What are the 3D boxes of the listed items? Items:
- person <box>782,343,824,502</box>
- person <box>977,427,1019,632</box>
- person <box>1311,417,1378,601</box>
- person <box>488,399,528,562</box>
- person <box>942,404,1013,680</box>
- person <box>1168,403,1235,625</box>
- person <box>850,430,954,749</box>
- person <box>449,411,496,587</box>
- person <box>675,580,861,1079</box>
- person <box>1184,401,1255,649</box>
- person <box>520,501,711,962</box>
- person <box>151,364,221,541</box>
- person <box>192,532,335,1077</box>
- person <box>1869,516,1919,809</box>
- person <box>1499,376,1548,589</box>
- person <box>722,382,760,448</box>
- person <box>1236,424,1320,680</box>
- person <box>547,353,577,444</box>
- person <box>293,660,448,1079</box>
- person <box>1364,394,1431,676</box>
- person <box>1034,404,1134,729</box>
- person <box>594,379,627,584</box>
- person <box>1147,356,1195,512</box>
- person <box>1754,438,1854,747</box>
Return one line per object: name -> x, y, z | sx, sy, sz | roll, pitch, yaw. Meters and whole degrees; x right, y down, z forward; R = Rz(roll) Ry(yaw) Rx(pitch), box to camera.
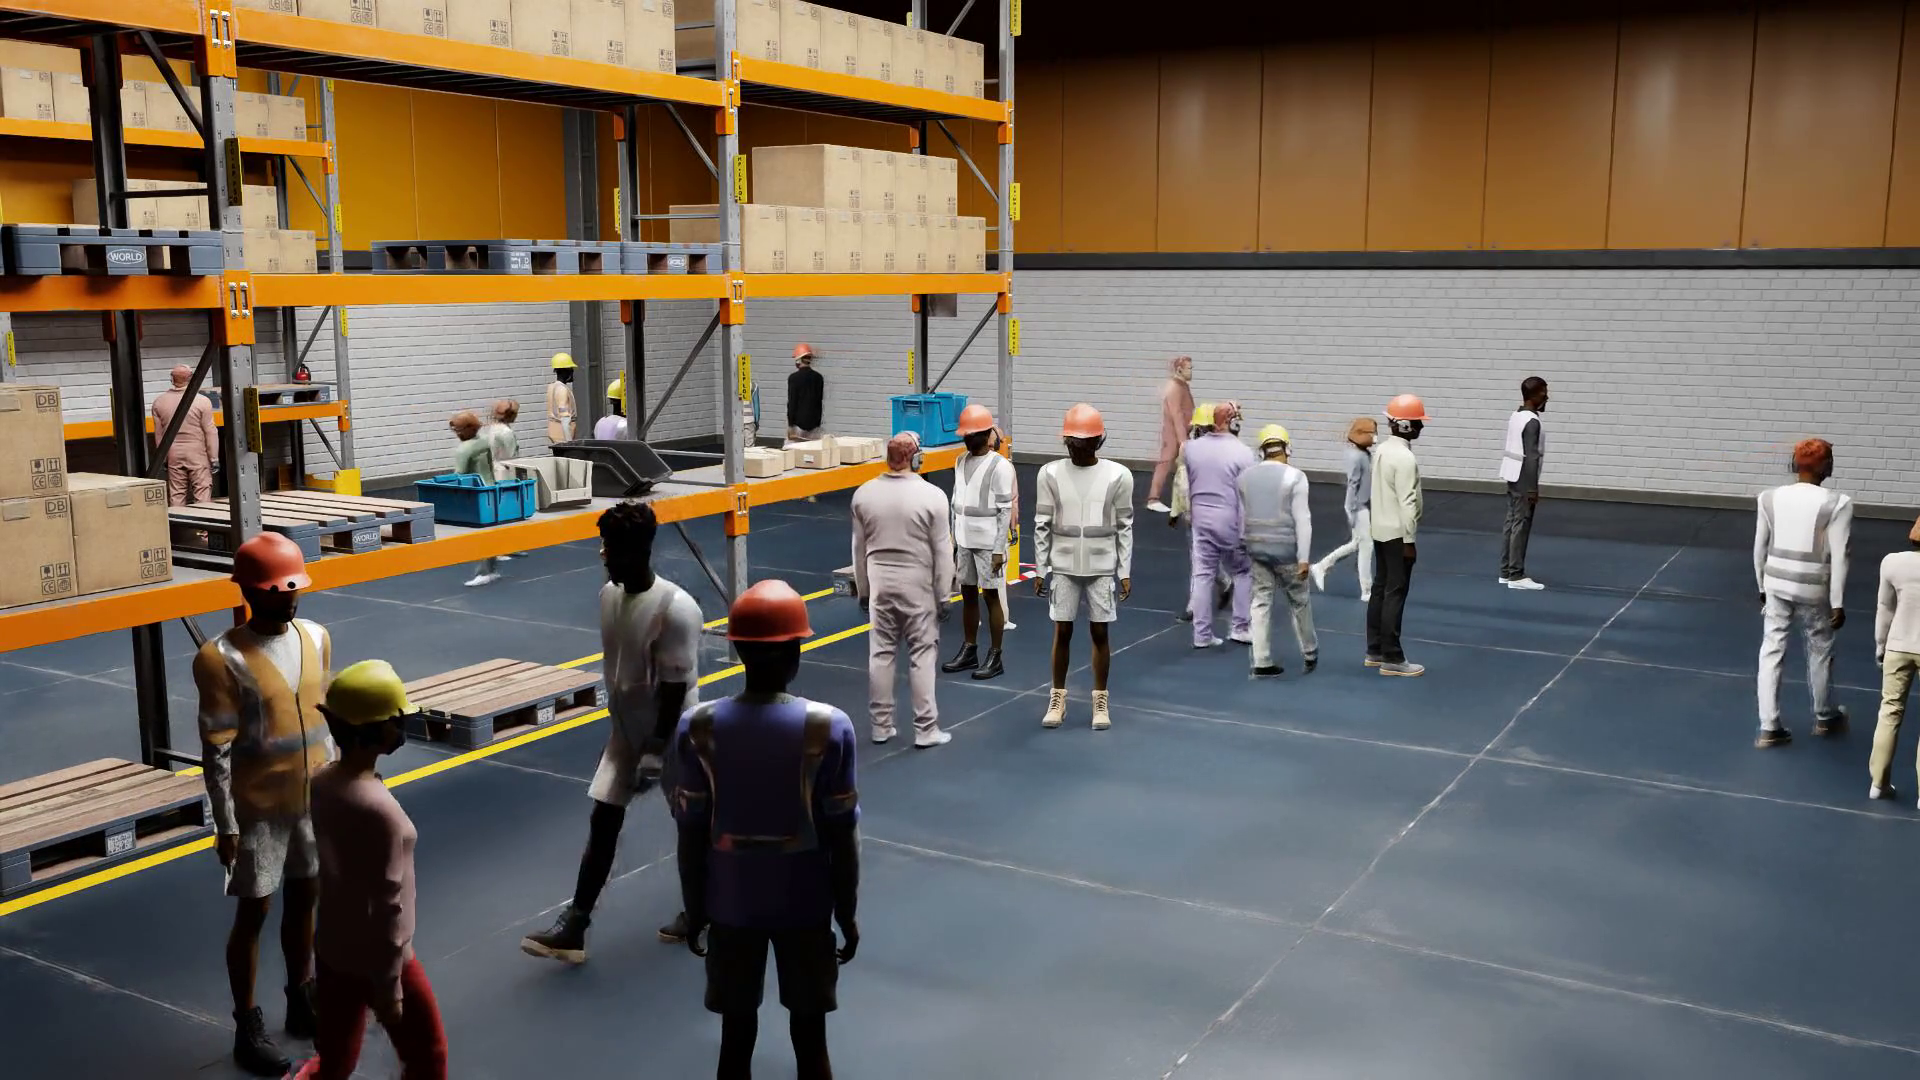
person -> -1.974, -1.455, 20.683 | 0.529, 1.979, 0.663 | 7, 12, 38
person -> 0.222, -0.086, 13.206 | 0.522, 1.638, 0.310 | 4, 10, 25
person -> 3.412, -0.270, 14.450 | 0.673, 1.614, 0.503 | 4, 10, 25
person -> -4.444, -0.583, 16.396 | 0.578, 1.619, 0.520 | -5, 10, -26
person -> 0.119, 0.010, 11.692 | 0.361, 1.935, 0.544 | -9, 12, -43
person -> 2.054, -0.240, 13.676 | 0.840, 1.801, 0.588 | -7, 12, -39
person -> -0.324, 0.296, 9.993 | 0.650, 1.906, 0.402 | 4, 10, 23
person -> -4.433, -0.390, 15.219 | 0.311, 1.611, 0.596 | 3, 9, 16
person -> -0.568, 1.080, 5.010 | 0.549, 1.934, 0.374 | 1, 9, 3
person -> 2.030, -0.113, 12.628 | 0.647, 1.887, 0.658 | 8, 12, 42
person -> -1.354, 0.803, 6.788 | 0.608, 1.913, 0.987 | 7, 11, 36
person -> -7.966, -0.864, 17.213 | 0.651, 1.913, 0.410 | 1, 9, 3
person -> -2.429, 0.925, 5.971 | 0.374, 1.935, 0.552 | 5, 10, 27
person -> 5.123, 0.620, 8.847 | 0.282, 1.626, 0.500 | -7, 12, -38
person -> 5.094, -0.521, 15.053 | 0.386, 1.918, 0.590 | 1, 9, 4
person -> -2.966, -1.583, 22.557 | 0.523, 1.637, 0.306 | -3, 10, -20
person -> 2.282, 0.075, 11.781 | 0.617, 1.774, 0.782 | 7, 12, 39
person -> -4.569, -1.191, 19.199 | 0.358, 1.930, 0.585 | -4, 10, -25
person -> -1.804, 1.210, 4.837 | 0.817, 1.736, 0.531 | -8, 12, -43
person -> 3.112, -0.040, 11.814 | 0.390, 1.992, 0.624 | -1, 9, -5
person -> 0.763, 0.174, 10.337 | 0.615, 2.038, 0.386 | 1, 9, 9
person -> -2.951, -0.441, 14.526 | 0.588, 1.928, 0.383 | 9, 13, 44
person -> 2.680, -1.233, 19.676 | 0.993, 1.852, 0.665 | 3, 10, 17
person -> 5.153, 0.305, 10.099 | 0.895, 1.848, 0.611 | -7, 12, -38
